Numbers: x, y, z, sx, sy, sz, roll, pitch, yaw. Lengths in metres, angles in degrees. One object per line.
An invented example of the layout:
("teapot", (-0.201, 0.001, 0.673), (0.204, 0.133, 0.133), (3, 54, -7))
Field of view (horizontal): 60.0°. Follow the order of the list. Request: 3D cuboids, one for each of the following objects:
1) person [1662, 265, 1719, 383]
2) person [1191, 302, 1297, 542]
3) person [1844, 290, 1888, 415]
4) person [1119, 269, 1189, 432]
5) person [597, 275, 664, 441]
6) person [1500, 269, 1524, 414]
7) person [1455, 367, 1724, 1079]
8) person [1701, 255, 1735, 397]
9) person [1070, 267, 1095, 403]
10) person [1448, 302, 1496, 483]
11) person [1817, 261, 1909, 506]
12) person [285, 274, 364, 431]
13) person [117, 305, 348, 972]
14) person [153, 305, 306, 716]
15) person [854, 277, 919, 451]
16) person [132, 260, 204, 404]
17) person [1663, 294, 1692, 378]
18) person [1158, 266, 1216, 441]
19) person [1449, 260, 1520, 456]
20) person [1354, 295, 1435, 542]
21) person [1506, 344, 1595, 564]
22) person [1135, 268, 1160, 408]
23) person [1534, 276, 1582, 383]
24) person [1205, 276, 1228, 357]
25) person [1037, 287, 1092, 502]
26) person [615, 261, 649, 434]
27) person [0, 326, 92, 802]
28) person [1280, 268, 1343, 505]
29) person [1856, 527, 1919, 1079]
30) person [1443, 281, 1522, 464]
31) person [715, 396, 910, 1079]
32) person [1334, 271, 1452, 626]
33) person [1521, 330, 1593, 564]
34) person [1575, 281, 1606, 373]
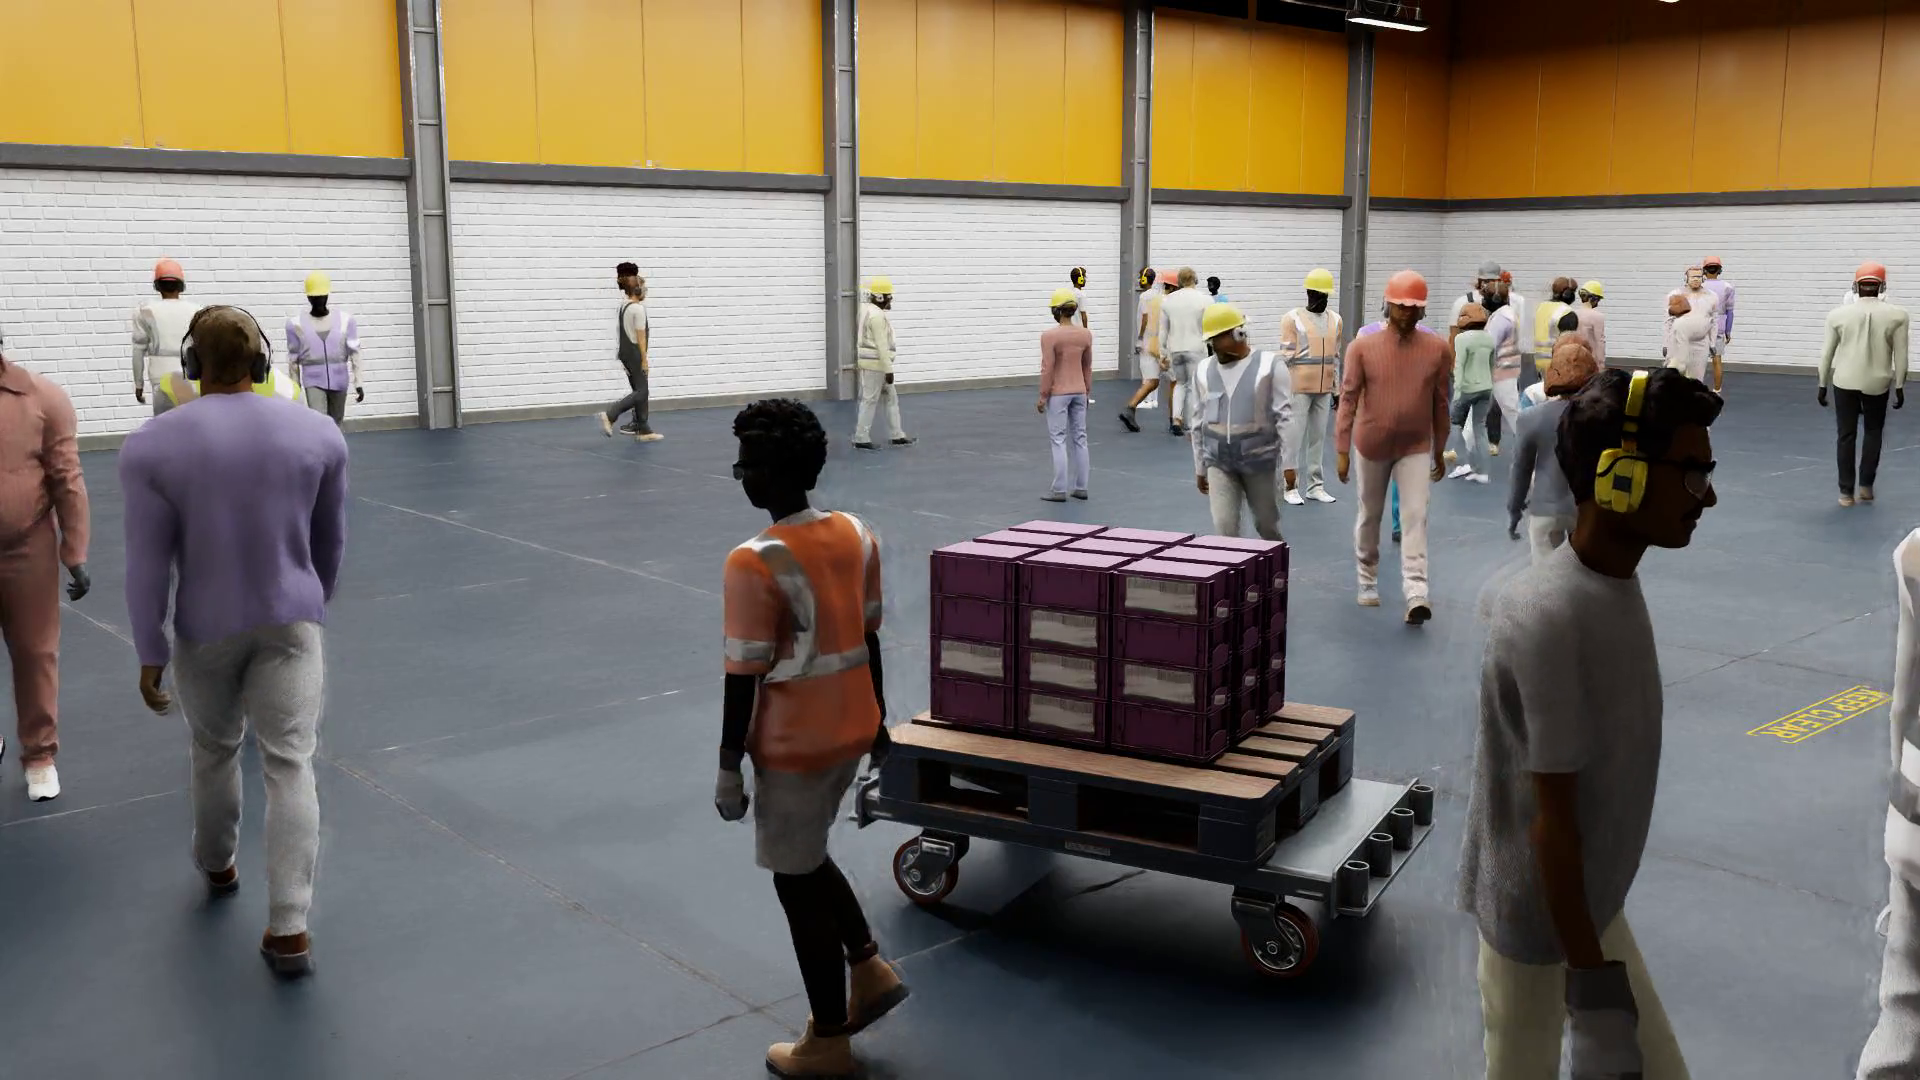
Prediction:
("person", (8.976, -2.411, 20.447), (0.651, 1.907, 0.409), (1, 10, 9))
("person", (1.625, -0.458, 9.441), (0.638, 1.777, 0.809), (5, 11, 26))
("person", (11.473, -2.540, 21.110), (0.546, 1.939, 0.375), (0, 10, 3))
("person", (2.267, -2.167, 19.122), (0.899, 1.887, 0.561), (-3, 10, -16))
("person", (-3.595, -1.950, 18.014), (0.691, 1.823, 0.517), (-5, 11, -28))
("person", (6.878, -2.511, 21.161), (0.615, 1.860, 0.605), (0, 10, 3))
("person", (1.029, 0.657, 2.652), (0.573, 1.849, 0.548), (9, 13, 42))
("person", (10.256, -2.875, 22.797), (0.605, 2.033, 0.391), (2, 10, 9))
("person", (1.628, -2.815, 22.920), (0.328, 1.872, 0.512), (-6, 11, -31))
("person", (4.572, -1.315, 14.881), (0.543, 1.615, 0.441), (-6, 11, -30))
("person", (7.365, -1.280, 13.606), (0.646, 1.975, 0.672), (4, 11, 24))
("person", (-5.517, -1.368, 14.481), (0.593, 1.861, 1.033), (-5, 11, -28))
("person", (-2.115, 0.254, 4.930), (0.622, 1.873, 1.070), (-5, 11, -27))
("person", (-3.117, -0.105, 7.208), (0.636, 1.820, 0.610), (-8, 12, -38))
("person", (-0.739, -1.810, 17.217), (0.802, 1.799, 0.629), (-2, 10, -9))
("person", (-6.742, -1.395, 14.275), (0.623, 1.994, 1.032), (-6, 11, -29))
("person", (8.201, -2.030, 19.140), (0.869, 1.579, 0.524), (4, 11, 24))
("person", (2.529, -2.046, 18.278), (0.690, 1.919, 0.438), (6, 12, 32))
("person", (5.414, -1.925, 17.211), (0.691, 2.000, 0.988), (2, 10, 11))
("person", (3.028, -0.876, 11.653), (0.565, 1.840, 0.390), (-1, 10, -6))
("person", (2.840, -0.111, 7.822), (0.523, 1.615, 0.496), (2, 10, 14))
("person", (2.479, -2.686, 22.166), (0.317, 1.870, 0.531), (6, 11, 29))
("person", (5.925, -1.716, 16.614), (0.520, 1.825, 0.648), (-2, 10, -11))
("person", (4.203, -3.505, 27.490), (0.319, 1.693, 0.534), (-7, 12, -35))
("person", (0.857, -1.196, 13.754), (0.533, 1.765, 0.330), (-7, 12, -34))
("person", (-3.750, -2.200, 19.054), (0.376, 1.962, 0.605), (-3, 10, -17))
("person", (-3.552, 0.050, 6.095), (0.661, 1.884, 0.406), (-6, 11, -32))
("person", (2.882, -1.250, 13.602), (0.586, 1.924, 0.369), (-5, 11, -26))
("person", (1.919, 0.595, 2.954), (0.701, 1.861, 0.609), (-4, 10, -20))
("person", (5.135, -1.566, 15.878), (0.991, 1.793, 0.620), (3, 10, 15))
("person", (-0.381, 0.494, 4.049), (0.400, 1.679, 0.564), (5, 11, 27))
("person", (2.419, -0.517, 9.275), (0.659, 1.927, 1.042), (1, 10, 5))
("person", (3.162, -0.266, 8.674), (0.521, 1.639, 0.310), (1, 10, 7))
("person", (6.706, -1.888, 17.825), (0.325, 1.760, 0.523), (-5, 11, -26))
